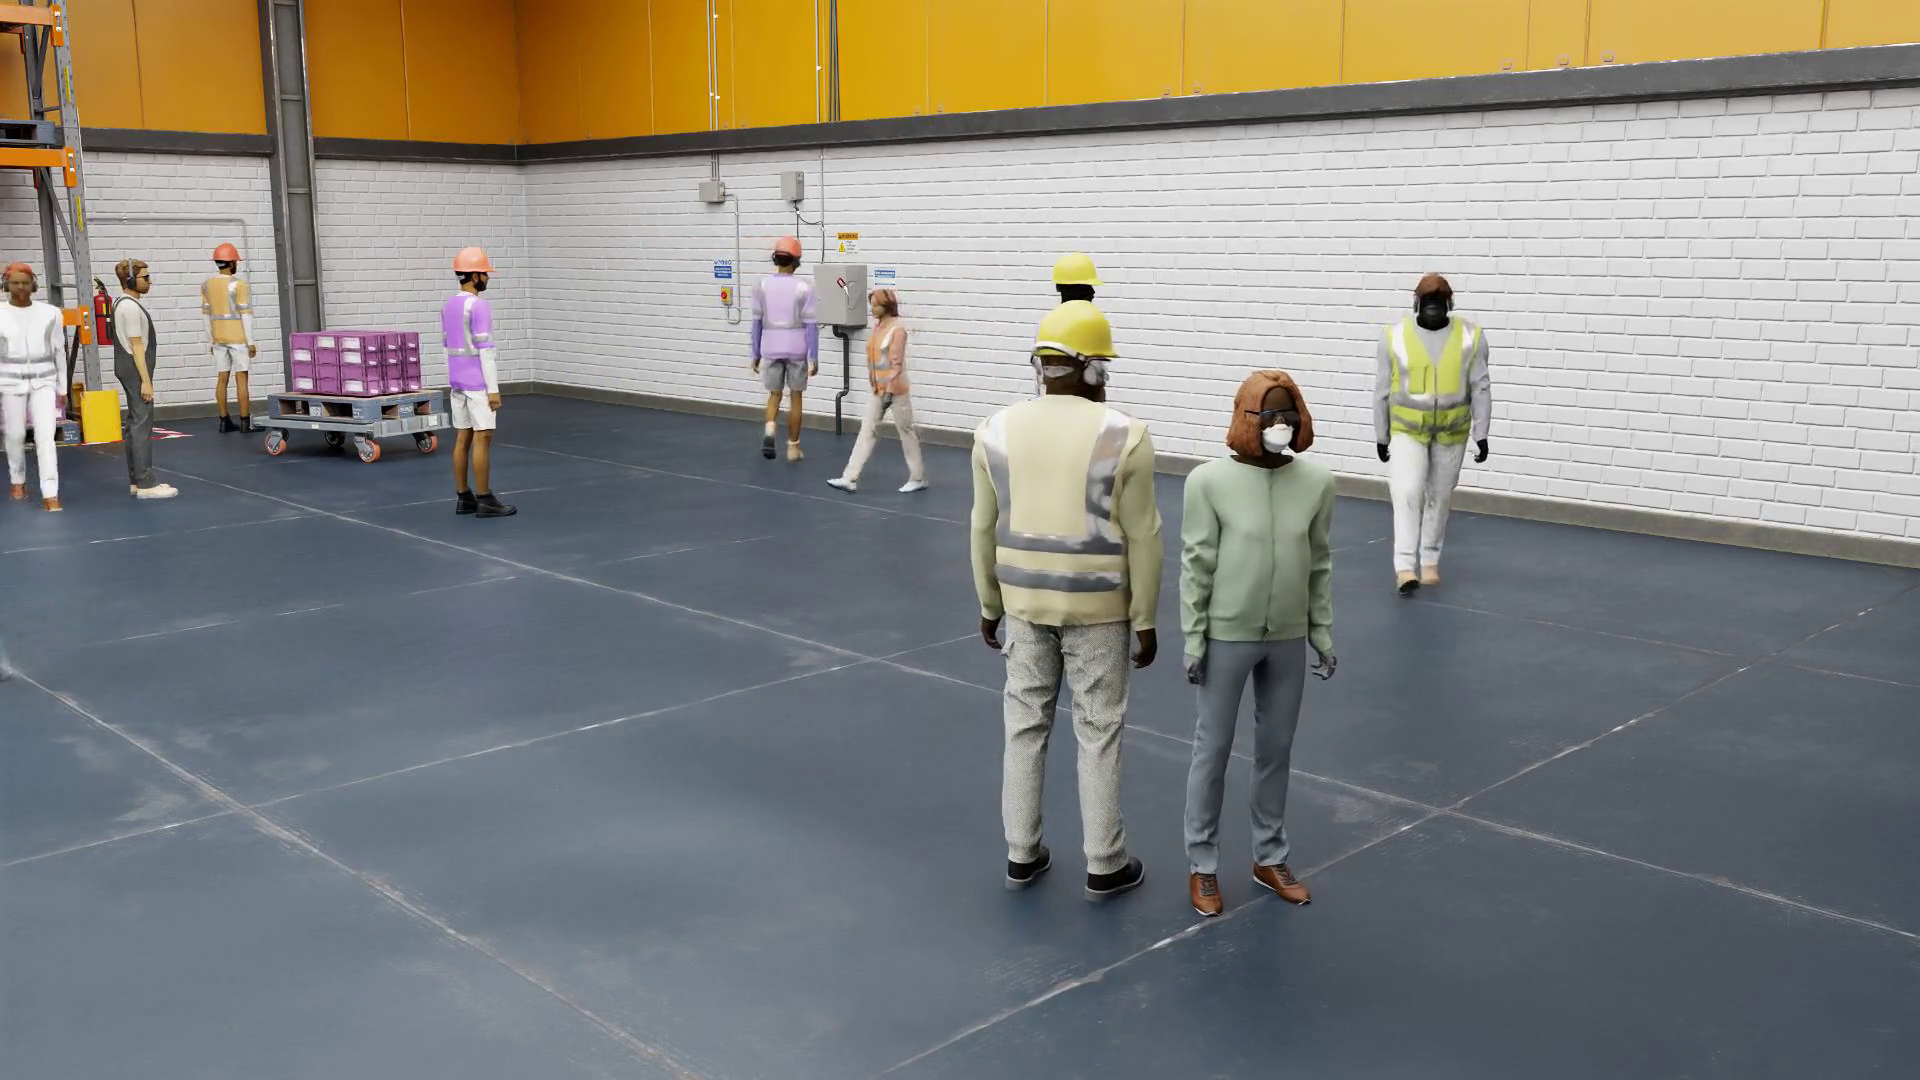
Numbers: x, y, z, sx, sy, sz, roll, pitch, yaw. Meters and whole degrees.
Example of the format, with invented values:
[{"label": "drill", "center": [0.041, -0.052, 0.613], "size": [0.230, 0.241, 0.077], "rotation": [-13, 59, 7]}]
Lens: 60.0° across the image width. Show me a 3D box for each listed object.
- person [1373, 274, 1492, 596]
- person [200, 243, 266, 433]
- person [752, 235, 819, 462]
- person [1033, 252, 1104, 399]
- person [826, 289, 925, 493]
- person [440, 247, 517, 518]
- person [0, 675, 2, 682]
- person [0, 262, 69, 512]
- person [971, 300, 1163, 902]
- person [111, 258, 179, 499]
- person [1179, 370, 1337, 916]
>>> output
[{"label": "person", "center": [2.663, -0.580, 9.375], "size": [0.628, 1.799, 0.933], "rotation": [1, 10, 8]}, {"label": "person", "center": [-7.464, -2.055, 17.065], "size": [0.548, 1.936, 0.420], "rotation": [3, 11, 15]}, {"label": "person", "center": [-1.547, -1.671, 14.701], "size": [0.622, 2.024, 0.583], "rotation": [2, 11, 11]}, {"label": "person", "center": [0.607, -0.631, 9.294], "size": [0.379, 1.928, 0.585], "rotation": [5, 11, 23]}, {"label": "person", "center": [-0.621, -1.139, 12.943], "size": [0.844, 1.594, 0.528], "rotation": [-7, 12, -33]}, {"label": "person", "center": [-3.488, -1.130, 11.983], "size": [0.543, 1.939, 0.370], "rotation": [10, 14, 43]}, {"label": "person", "center": [-4.676, -0.228, 7.180], "size": [0.859, 1.892, 0.590], "rotation": [-7, 13, -34]}, {"label": "person", "center": [-7.022, -1.149, 12.478], "size": [0.598, 1.841, 1.026], "rotation": [-7, 13, -34]}, {"label": "person", "center": [0.334, 0.189, 5.090], "size": [0.599, 1.827, 0.403], "rotation": [5, 11, 24]}, {"label": "person", "center": [-6.334, -1.243, 12.855], "size": [0.345, 1.846, 0.506], "rotation": [-7, 13, -34]}, {"label": "person", "center": [0.891, 0.305, 4.988], "size": [0.497, 1.634, 0.278], "rotation": [-3, 11, -15]}]
